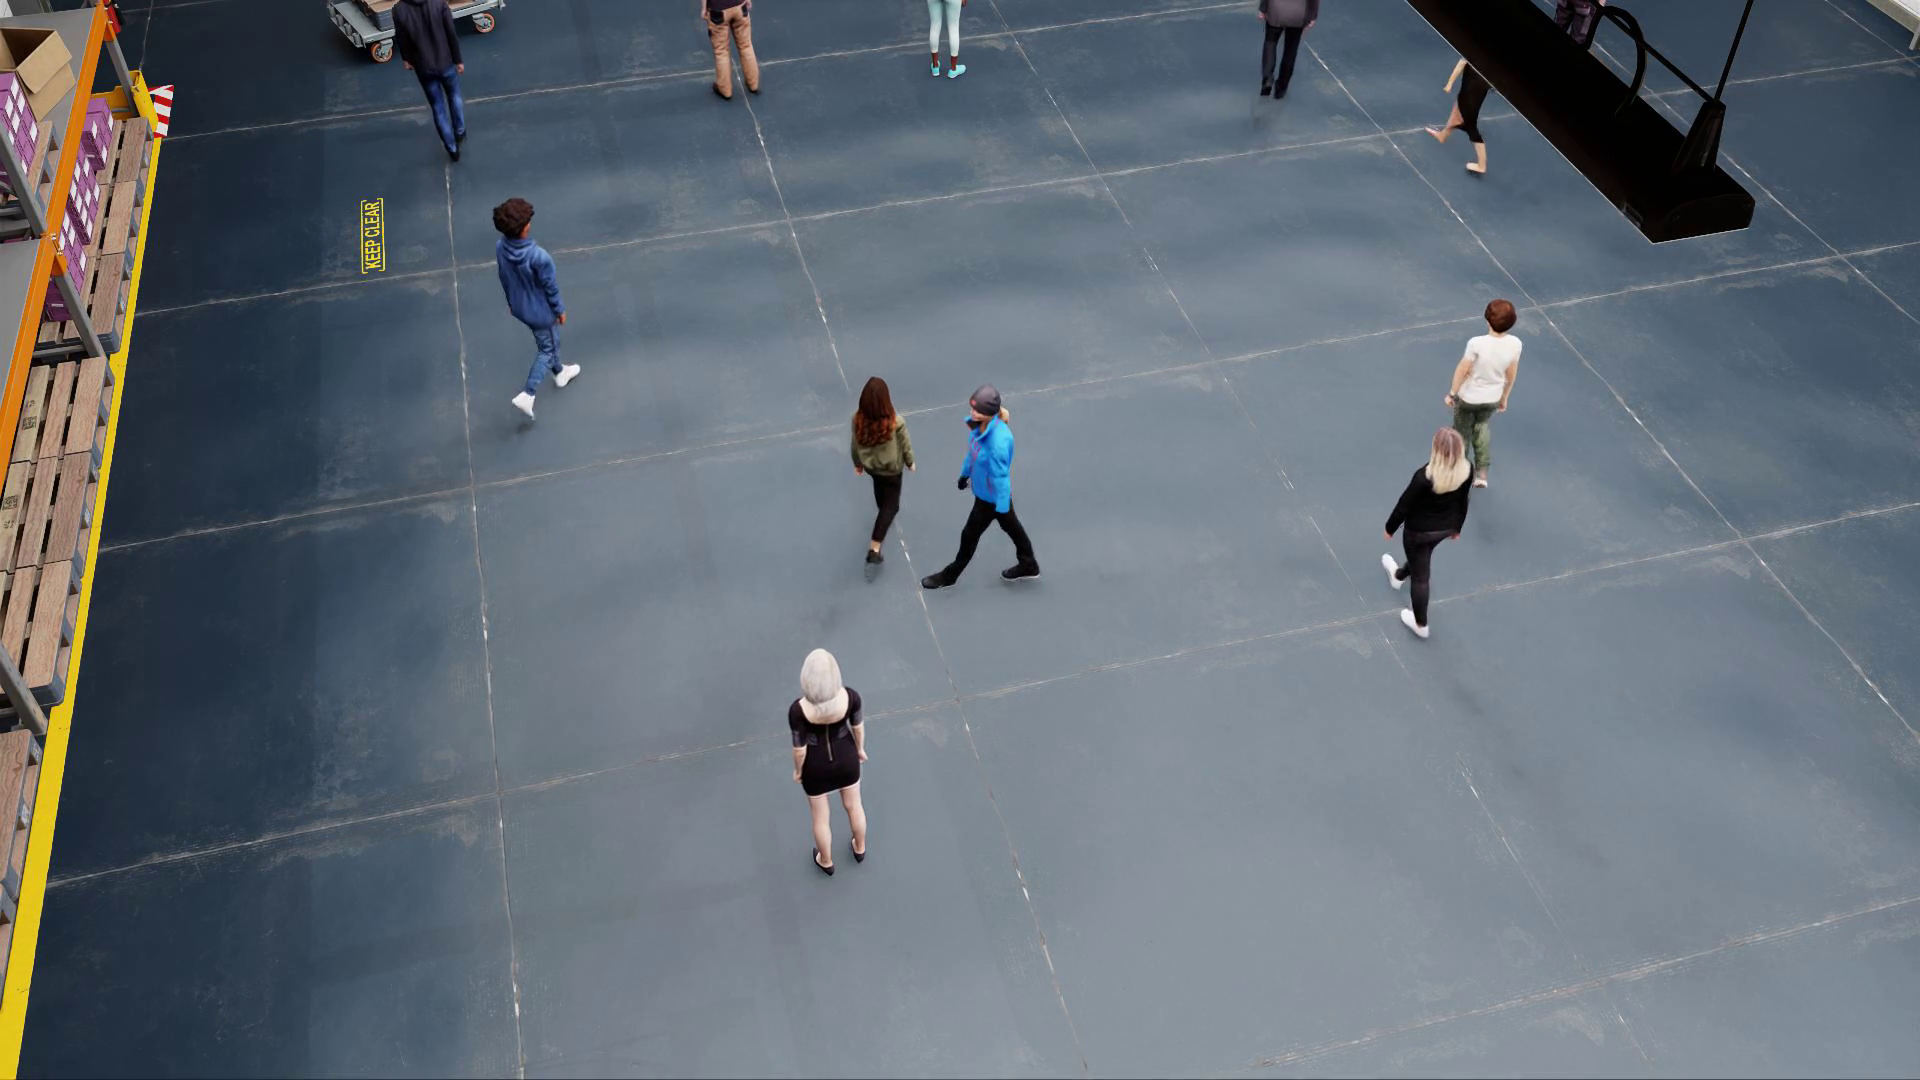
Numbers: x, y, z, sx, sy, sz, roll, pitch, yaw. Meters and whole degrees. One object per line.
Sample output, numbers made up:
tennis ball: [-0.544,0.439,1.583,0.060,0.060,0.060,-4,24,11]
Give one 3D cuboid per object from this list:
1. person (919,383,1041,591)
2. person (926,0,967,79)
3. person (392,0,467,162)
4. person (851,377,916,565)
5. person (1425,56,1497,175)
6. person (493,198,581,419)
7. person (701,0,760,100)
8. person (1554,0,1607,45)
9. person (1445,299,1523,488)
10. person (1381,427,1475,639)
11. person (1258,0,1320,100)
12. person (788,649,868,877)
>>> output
person: [0.304,-0.337,11.249,0.773,1.756,1.061,-6,44,-7]
person: [-0.159,-5.494,16.685,0.657,1.724,0.674,10,44,10]
person: [-4.869,-4.366,15.394,0.699,1.872,0.798,-12,45,-12]
person: [-0.558,-0.475,11.616,0.940,1.449,1.062,16,46,16]
person: [4.821,-4.149,15.381,0.841,1.575,1.167,-25,49,-24]
person: [-3.299,-1.753,12.715,1.099,1.784,1.161,21,47,21]
person: [-2.299,-5.253,16.348,0.727,1.840,0.656,-19,47,-19]
person: [6.138,-5.375,16.473,0.852,1.845,0.649,-24,48,-23]
person: [3.770,-0.985,12.012,0.629,1.643,0.779,-4,44,-5]
person: [3.125,-0.005,10.966,0.685,1.665,0.958,-13,45,-13]
person: [3.186,-5.123,16.219,0.926,1.830,0.975,12,45,13]
person: [-0.748,1.275,9.504,0.612,1.829,0.537,-15,46,-16]
